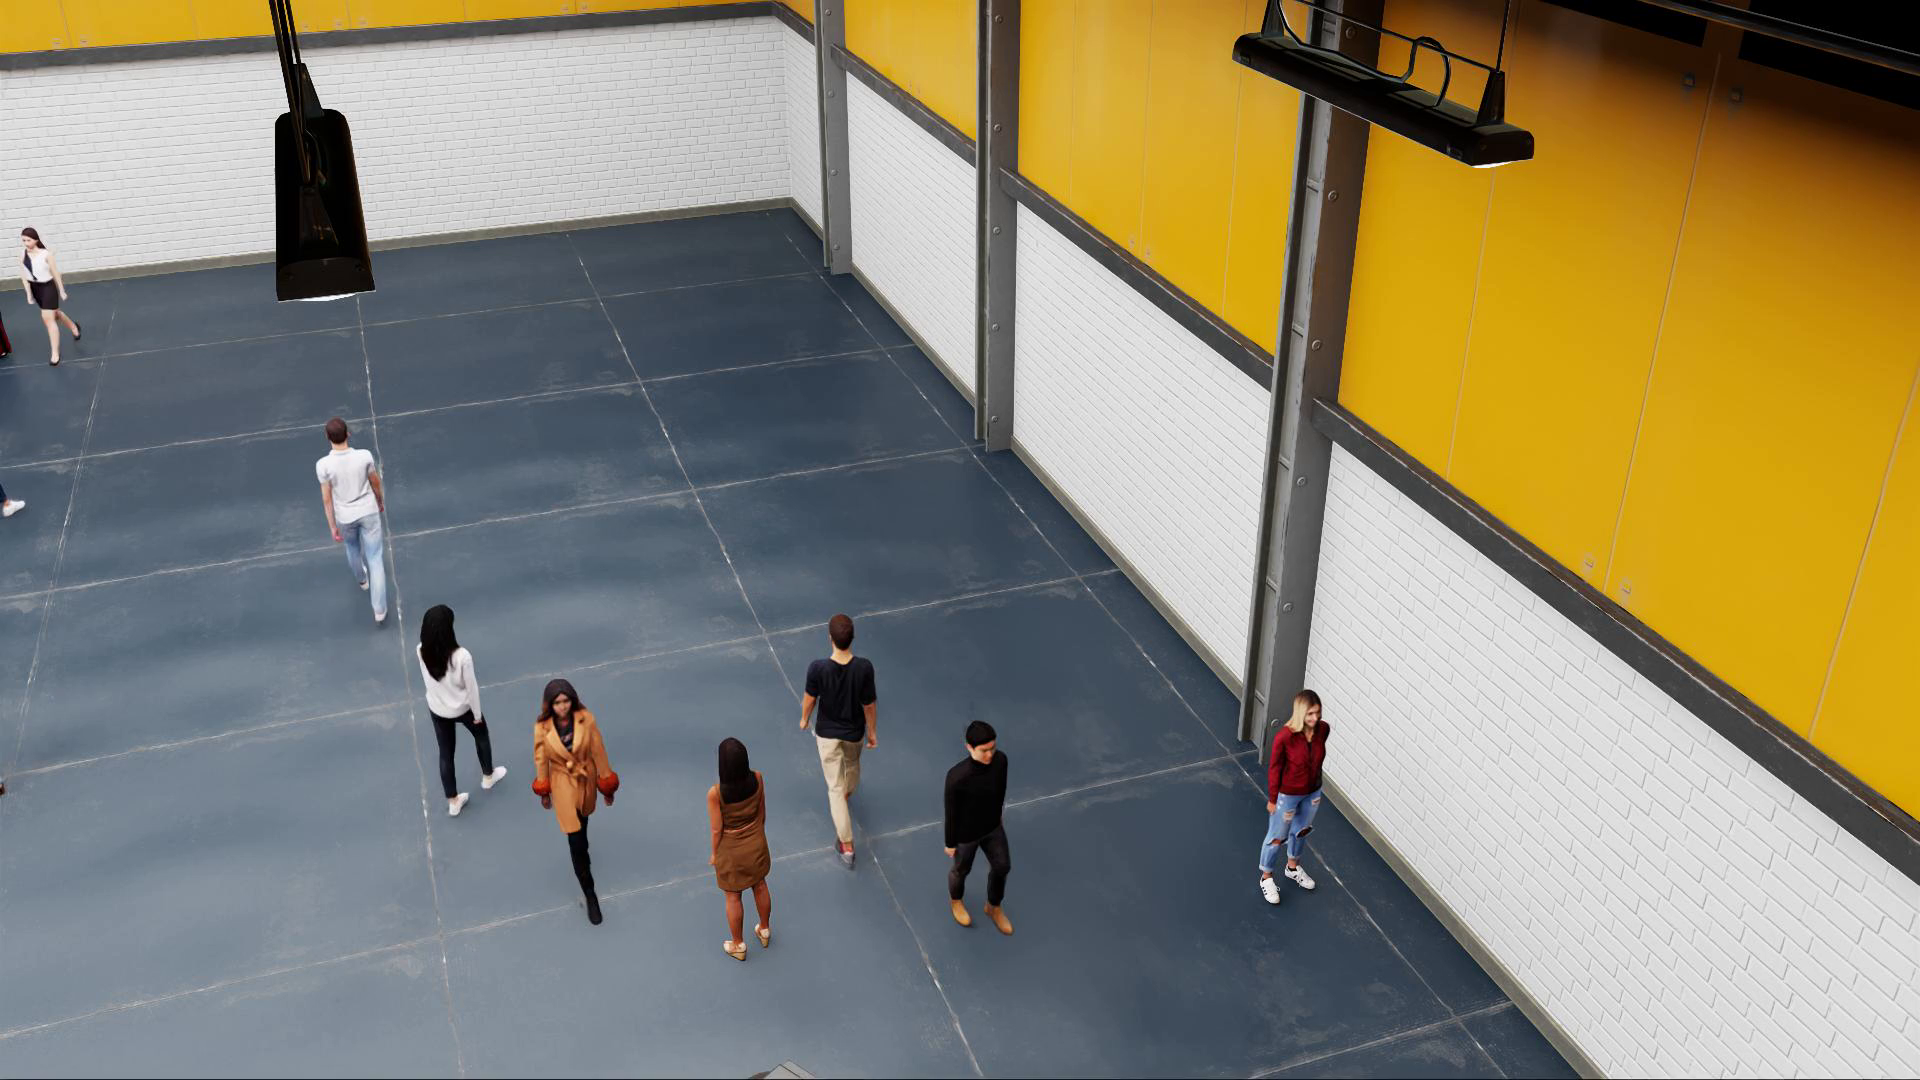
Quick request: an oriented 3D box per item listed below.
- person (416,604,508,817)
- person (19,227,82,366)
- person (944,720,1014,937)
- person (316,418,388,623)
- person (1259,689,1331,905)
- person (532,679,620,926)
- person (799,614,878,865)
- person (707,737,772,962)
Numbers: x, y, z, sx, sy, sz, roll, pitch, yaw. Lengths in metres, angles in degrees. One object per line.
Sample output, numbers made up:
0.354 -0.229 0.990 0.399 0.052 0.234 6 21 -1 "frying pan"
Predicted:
-3.728 1.268 12.070 0.840 1.681 0.935 5 29 9 "person"
-10.897 -2.957 19.894 0.827 1.605 1.166 1 29 2 "person"
0.085 1.846 10.993 0.744 1.697 0.822 -17 33 -28 "person"
-5.240 -0.142 14.531 0.631 1.798 1.187 -10 30 -18 "person"
2.291 1.711 11.307 0.621 1.634 0.539 -14 32 -24 "person"
-2.642 1.667 11.352 0.747 1.668 1.160 -12 31 -20 "person"
-0.814 1.426 11.652 0.708 1.803 1.172 -8 30 -15 "person"
-1.420 1.988 10.741 0.629 1.690 0.612 -22 35 -34 "person"
